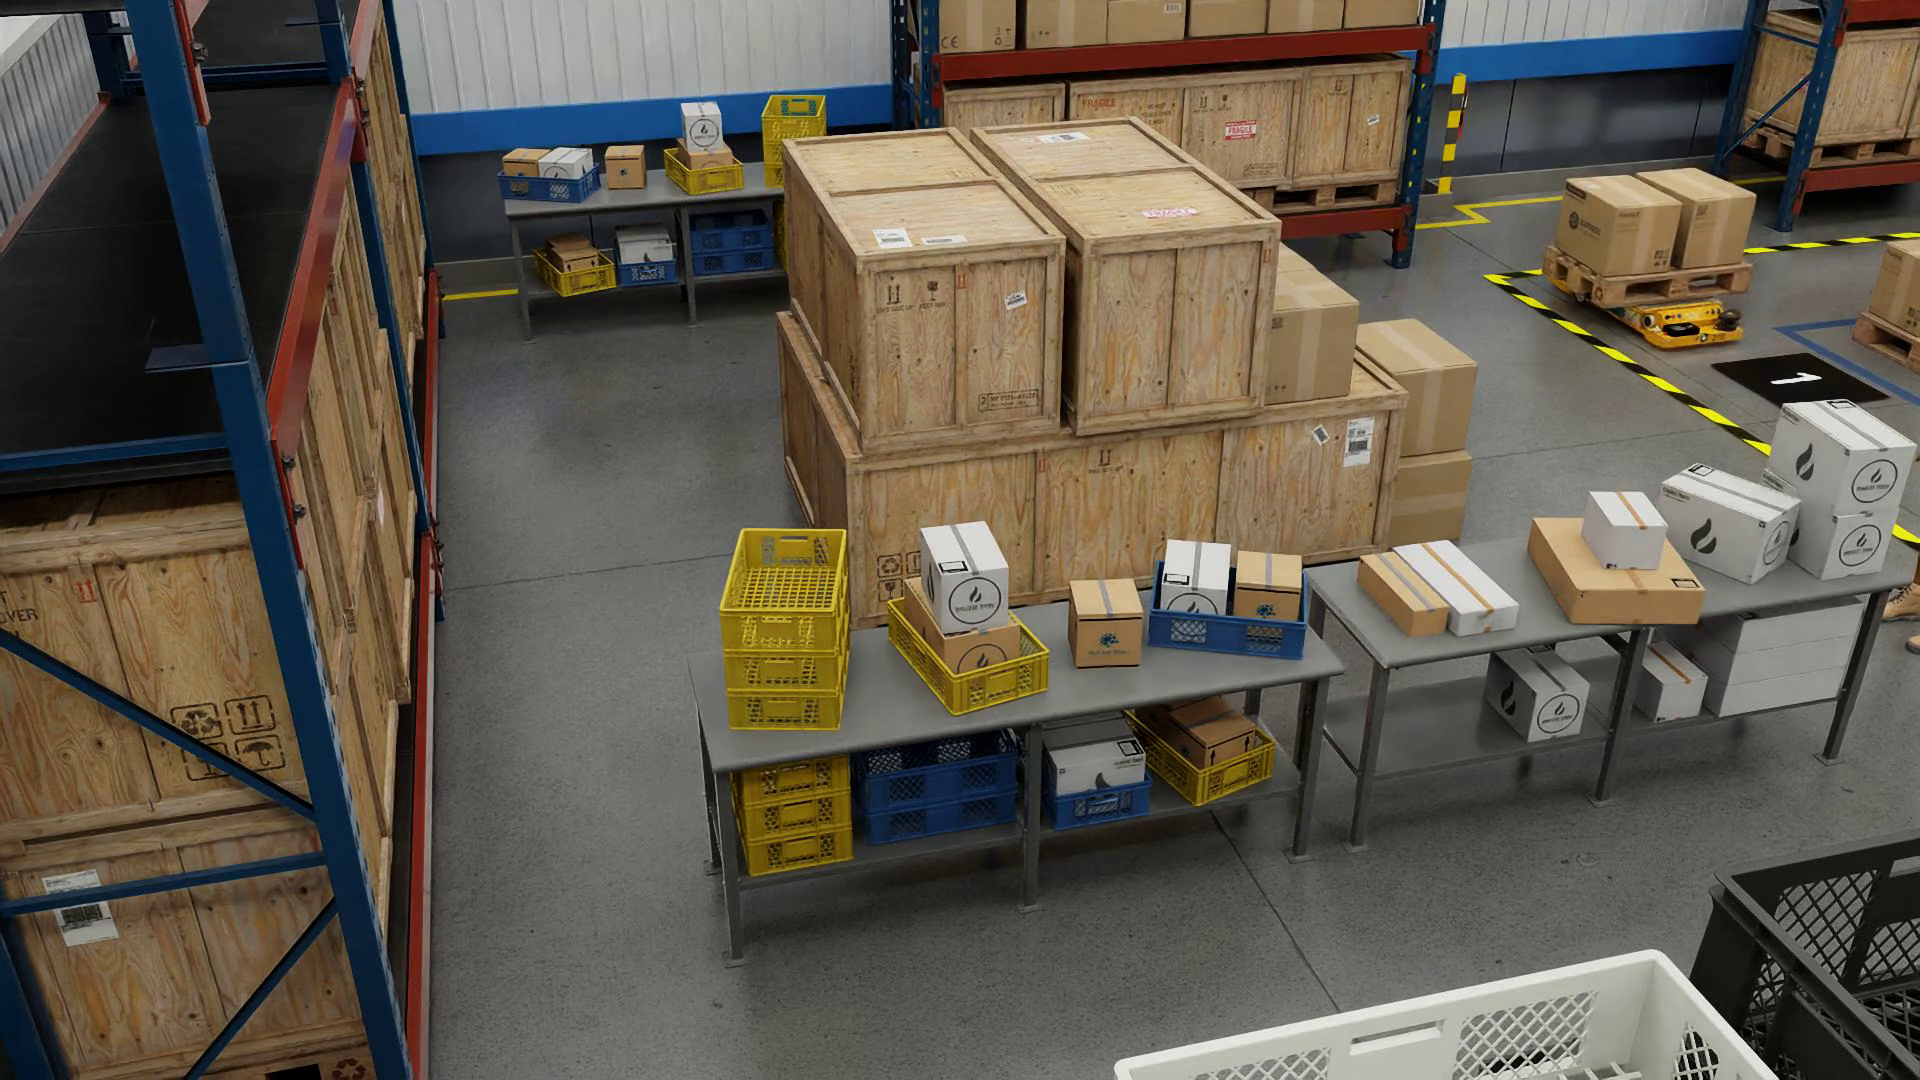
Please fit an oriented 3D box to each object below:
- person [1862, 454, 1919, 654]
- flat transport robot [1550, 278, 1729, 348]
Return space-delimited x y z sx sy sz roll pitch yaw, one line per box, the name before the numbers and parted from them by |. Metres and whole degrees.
person | 4.893 -0.405 8.010 0.365 2.048 0.607 -6 29 -10
flat transport robot | 5.080 -1.800 12.355 0.652 0.197 1.431 -8 30 -13
